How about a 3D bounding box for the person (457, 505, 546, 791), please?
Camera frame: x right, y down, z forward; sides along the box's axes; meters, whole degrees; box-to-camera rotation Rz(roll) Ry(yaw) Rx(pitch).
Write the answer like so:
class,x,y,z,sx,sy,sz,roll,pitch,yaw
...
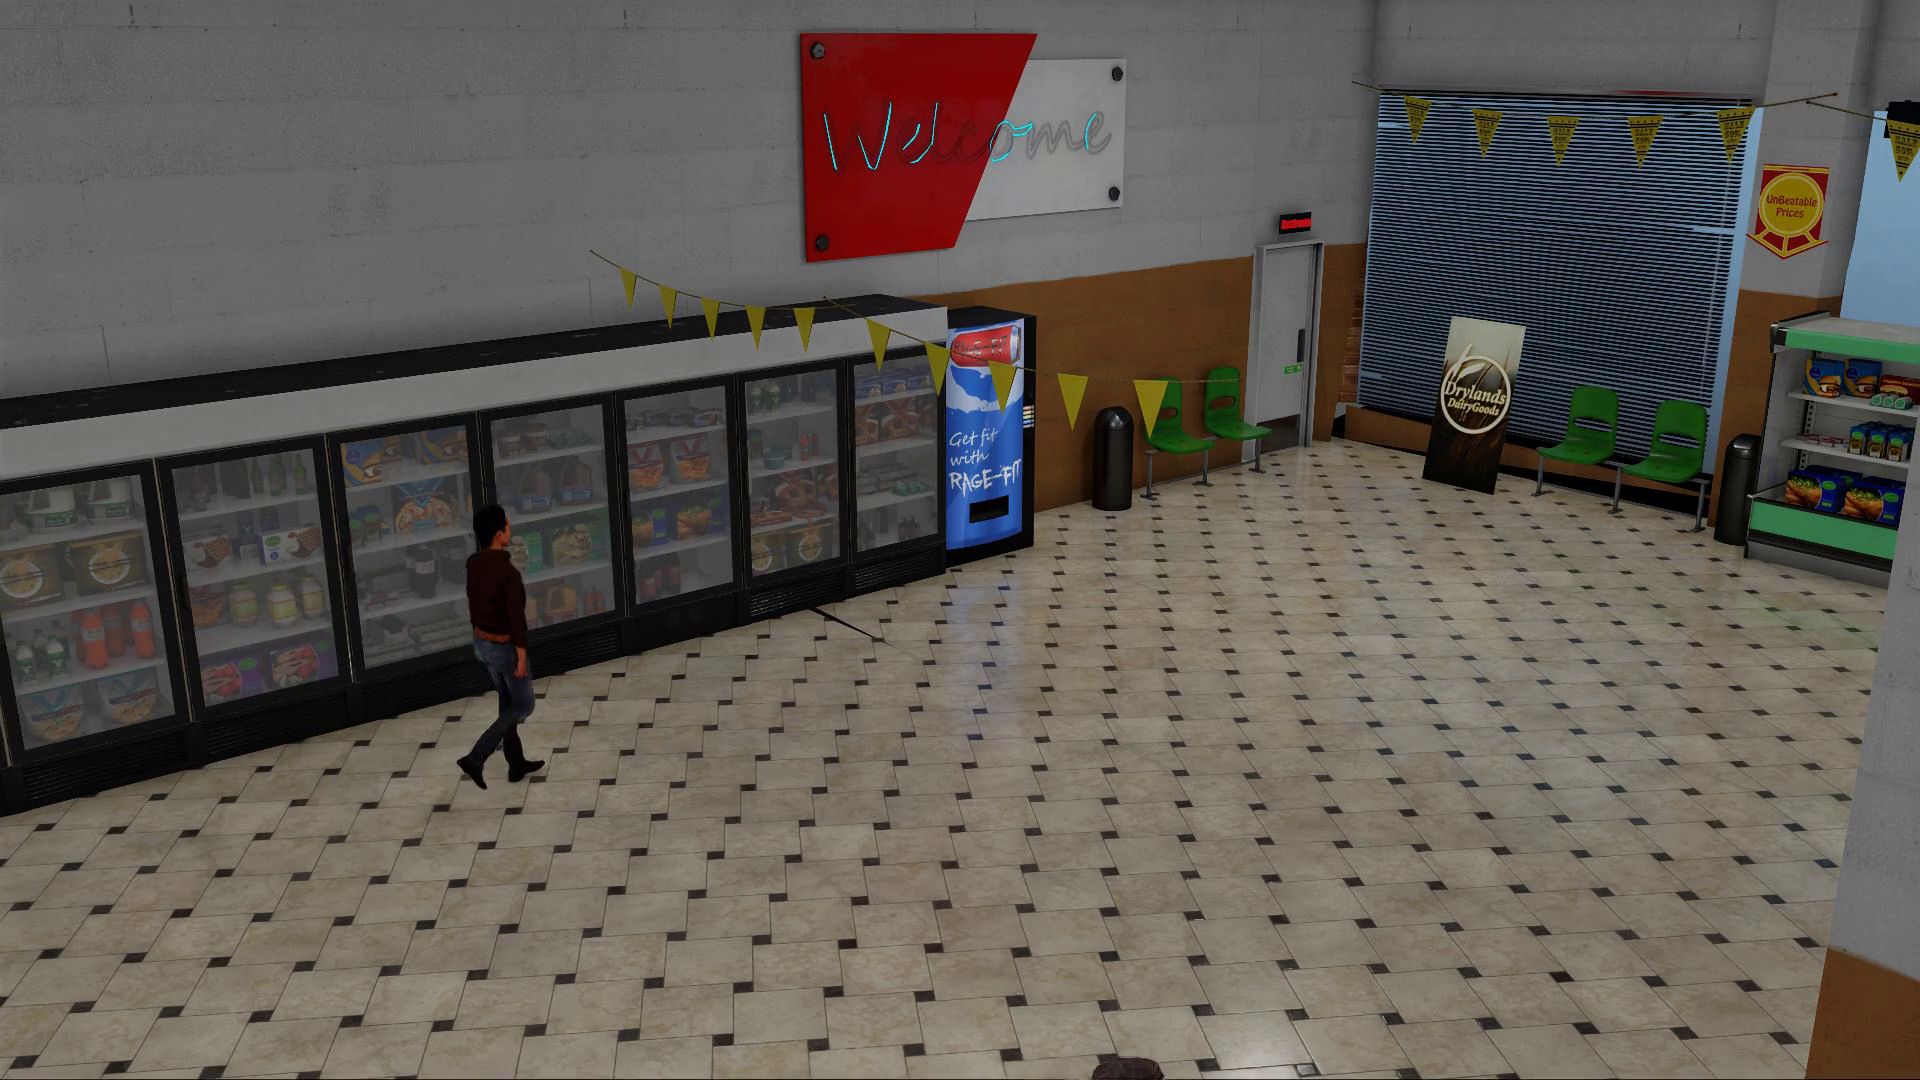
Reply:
class,x,y,z,sx,sy,sz,roll,pitch,yaw
person,-2.809,0.679,9.935,0.912,1.766,0.833,12,21,35
